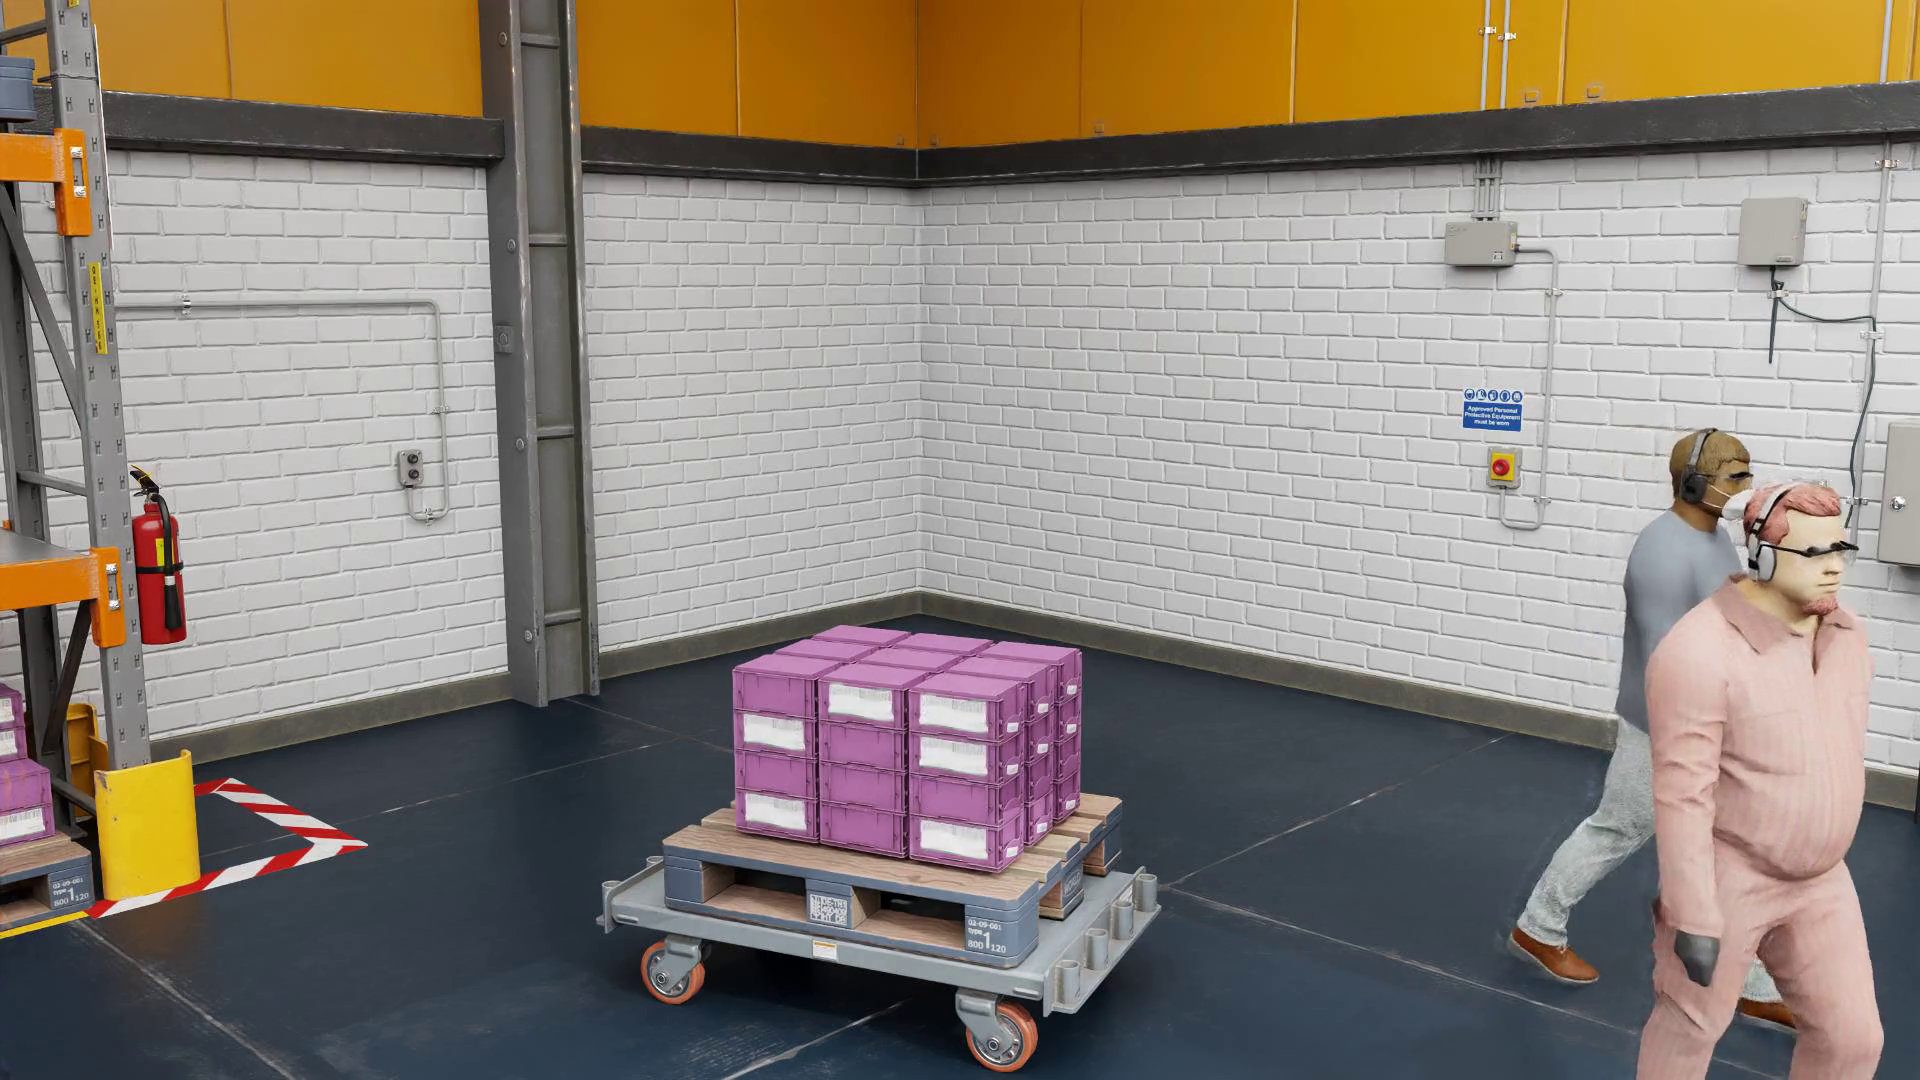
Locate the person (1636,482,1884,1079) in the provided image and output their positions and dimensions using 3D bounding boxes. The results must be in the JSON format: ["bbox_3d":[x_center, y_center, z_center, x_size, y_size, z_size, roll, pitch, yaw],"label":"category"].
[{"bbox_3d":[1.901,0.808,3.850,0.673,1.879,0.729,-4,10,-22],"label":"person"}]

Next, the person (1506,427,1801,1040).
[{"bbox_3d":[2.242,0.580,5.245,1.033,1.890,0.651,8,12,41],"label":"person"}]
